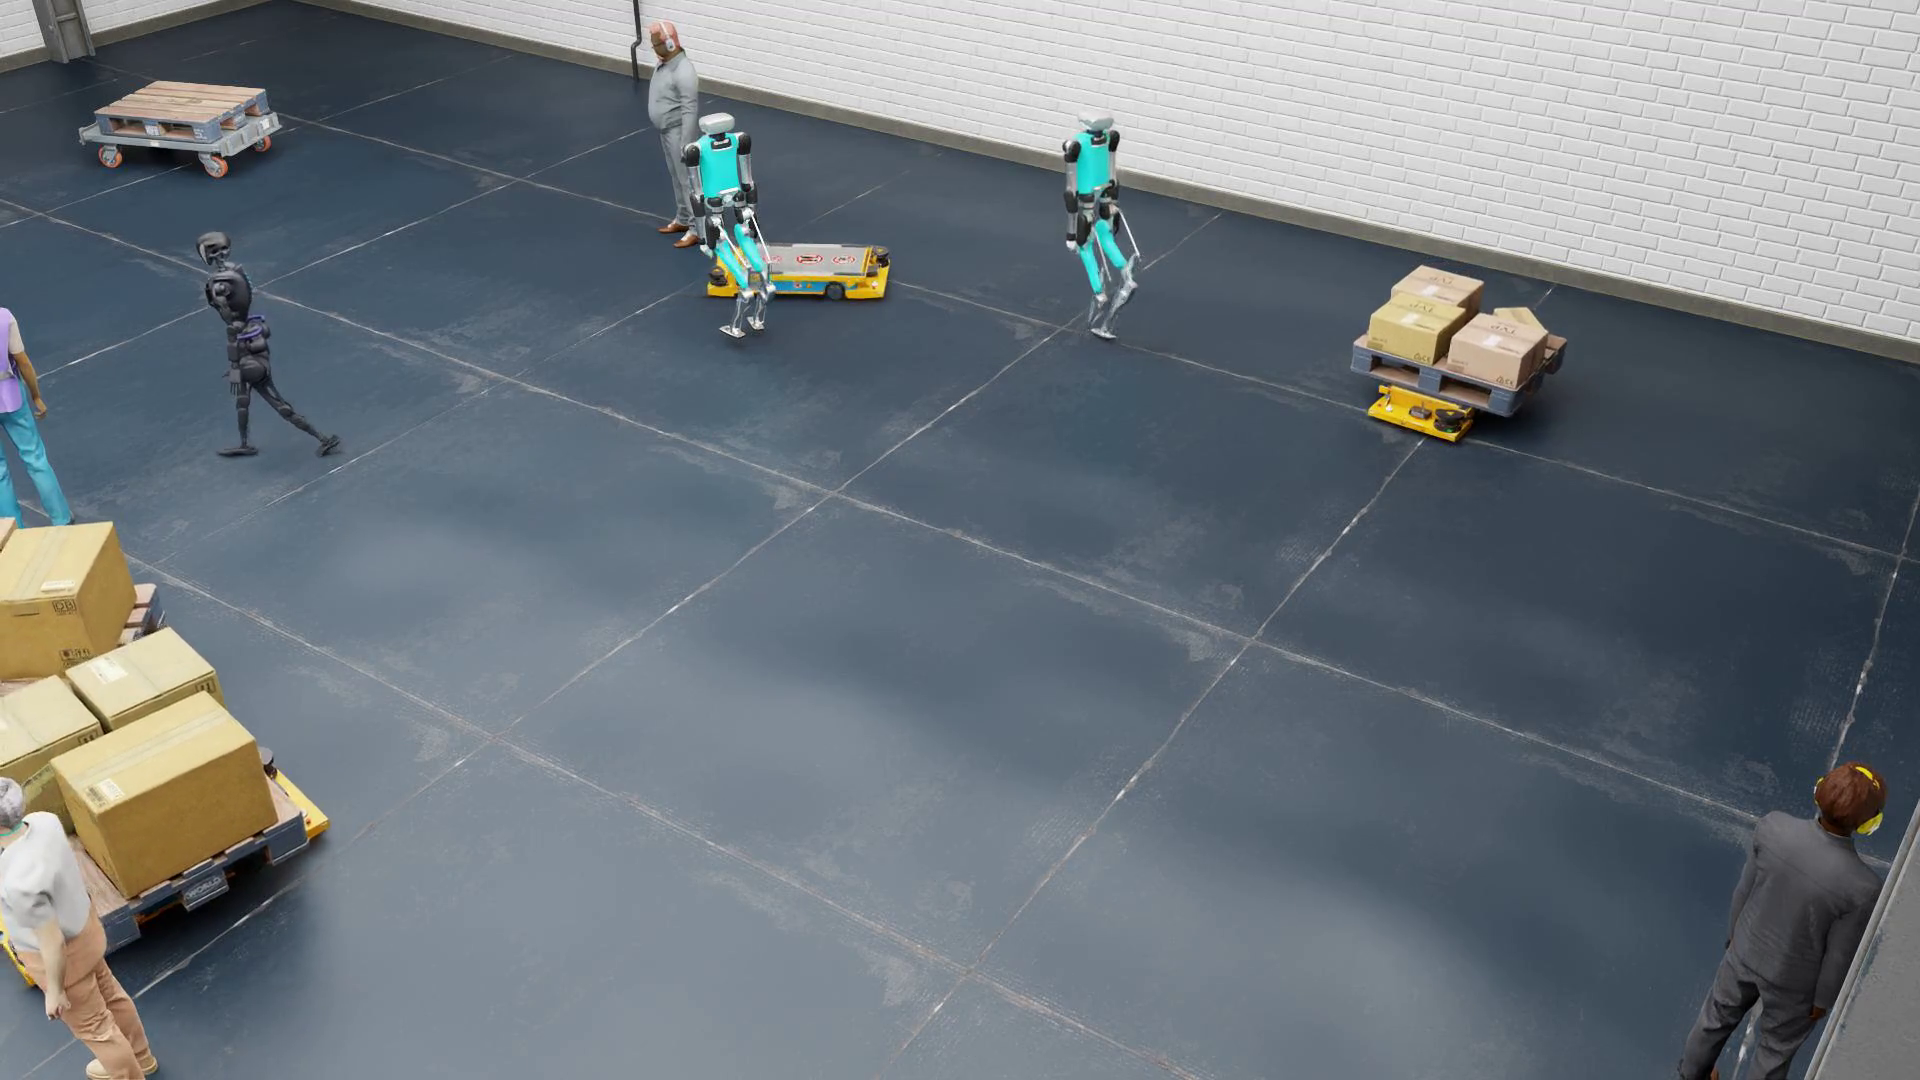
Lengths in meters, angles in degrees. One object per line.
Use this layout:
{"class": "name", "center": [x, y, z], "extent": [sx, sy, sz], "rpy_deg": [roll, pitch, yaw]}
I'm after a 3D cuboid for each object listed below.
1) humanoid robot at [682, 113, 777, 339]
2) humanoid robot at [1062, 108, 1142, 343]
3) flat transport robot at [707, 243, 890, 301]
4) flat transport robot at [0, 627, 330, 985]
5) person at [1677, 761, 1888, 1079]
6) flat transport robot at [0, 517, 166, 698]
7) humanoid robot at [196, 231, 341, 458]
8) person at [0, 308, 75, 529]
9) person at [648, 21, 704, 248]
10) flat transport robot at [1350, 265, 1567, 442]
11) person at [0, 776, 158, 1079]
{"class": "humanoid robot", "center": [-1.634, -2.273, 12.317], "extent": [0.533, 1.671, 0.735], "rpy_deg": [-20, 38, -28]}
{"class": "humanoid robot", "center": [1.115, -2.295, 12.500], "extent": [0.546, 1.810, 0.697], "rpy_deg": [-26, 41, -34]}
{"class": "flat transport robot", "center": [-1.317, -2.211, 13.697], "extent": [1.431, 0.231, 0.659], "rpy_deg": [1, 33, 2]}
{"class": "flat transport robot", "center": [-3.831, 1.506, 7.913], "extent": [0.659, 0.231, 1.431], "rpy_deg": [28, 42, 36]}
{"class": "person", "center": [3.120, 1.591, 6.307], "extent": [0.357, 1.869, 0.490], "rpy_deg": [-21, 38, -29]}
{"class": "flat transport robot", "center": [-4.998, 0.835, 8.957], "extent": [0.659, 0.231, 1.431], "rpy_deg": [-5, 33, -7]}
{"class": "humanoid robot", "center": [-4.650, -1.258, 10.974], "extent": [0.820, 1.640, 0.589], "rpy_deg": [-8, 34, -12]}
{"class": "person", "center": [-5.826, -0.781, 10.021], "extent": [0.564, 1.837, 0.389], "rpy_deg": [-20, 38, -28]}
{"class": "person", "center": [-2.416, -3.434, 14.092], "extent": [0.409, 1.902, 0.636], "rpy_deg": [-15, 36, -22]}
{"class": "flat transport robot", "center": [3.571, -1.142, 12.033], "extent": [0.659, 0.231, 1.431], "rpy_deg": [22, 39, 31]}
{"class": "person", "center": [-3.467, 1.584, 6.426], "extent": [0.301, 1.743, 0.494], "rpy_deg": [-10, 34, -15]}
